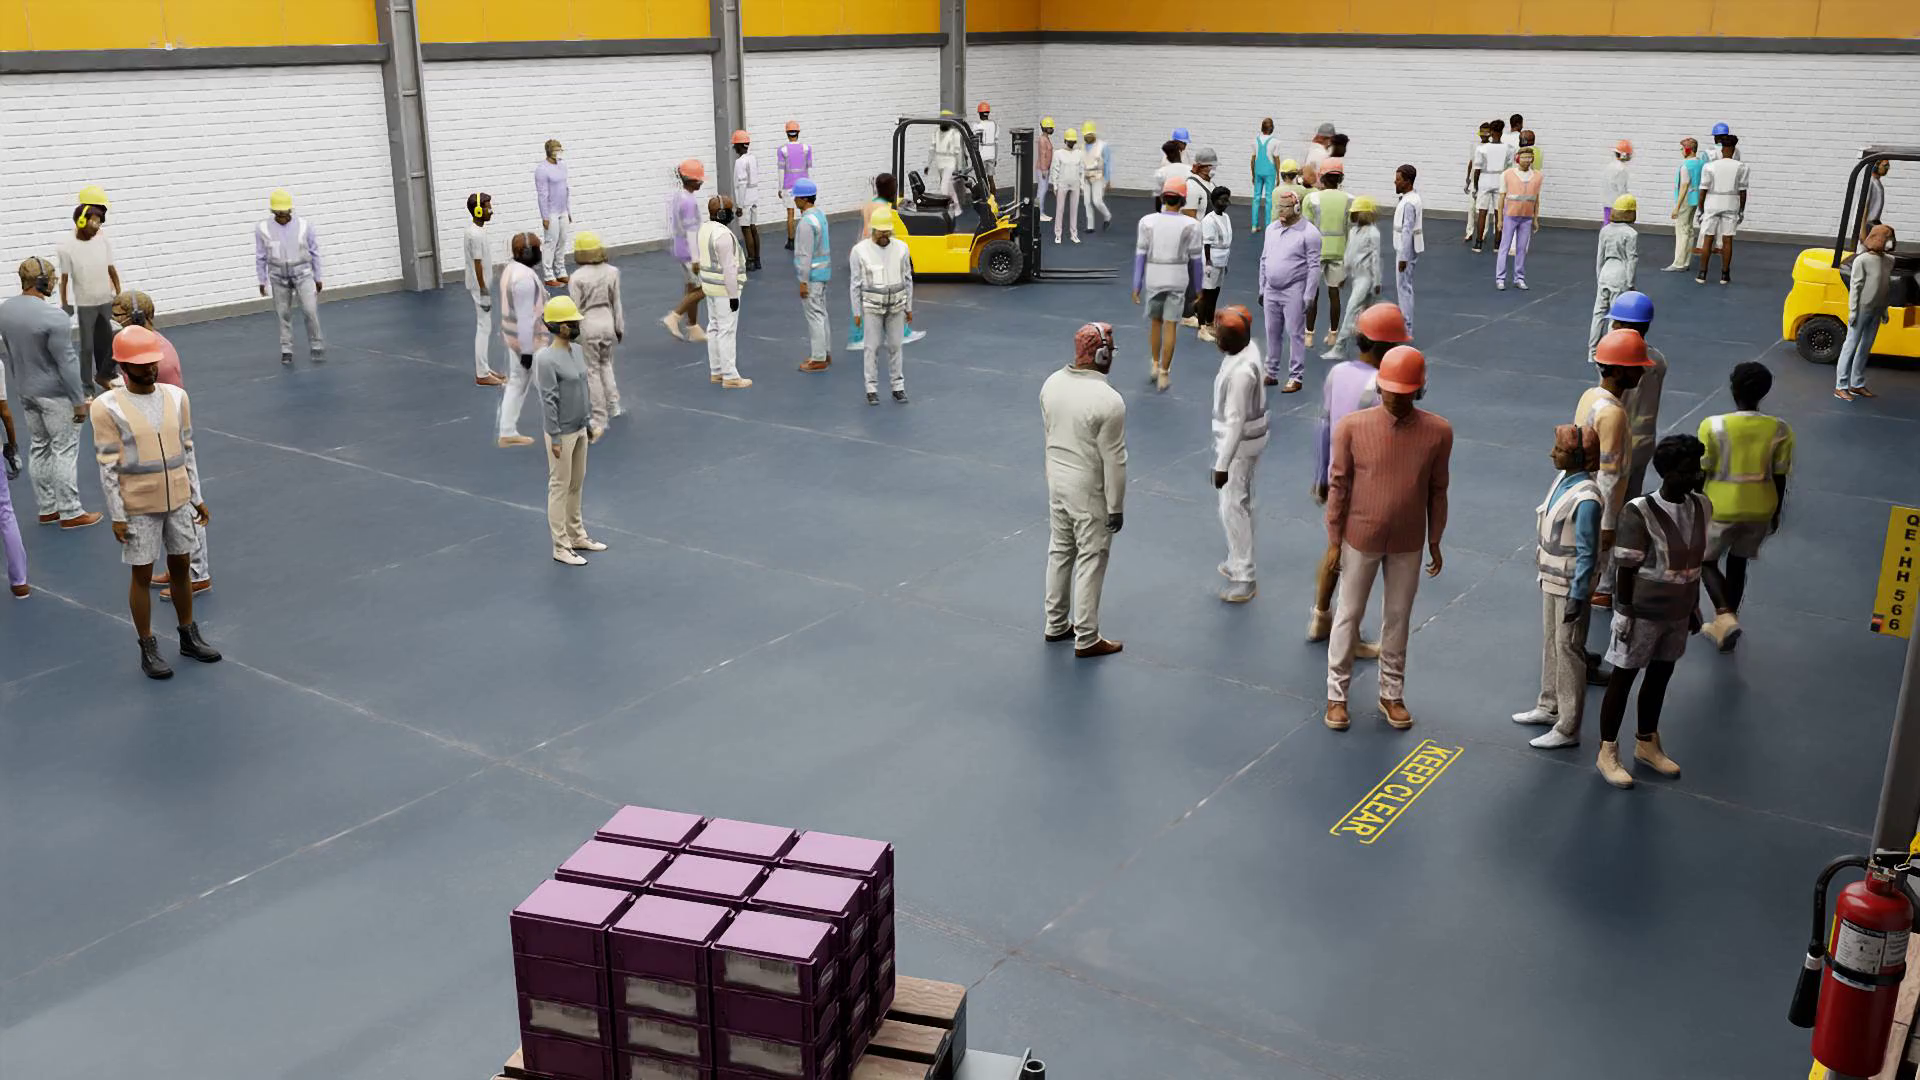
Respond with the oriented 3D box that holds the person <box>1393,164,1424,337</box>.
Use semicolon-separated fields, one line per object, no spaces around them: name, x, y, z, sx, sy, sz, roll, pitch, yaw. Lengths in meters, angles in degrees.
person;4.961;-3.199;18.477;0.384;1.911;0.593;4;18;14

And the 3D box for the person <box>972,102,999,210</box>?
person;0.441;-6.966;30.239;0.539;1.930;0.394;-12;21;-32

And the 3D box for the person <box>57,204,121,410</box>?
person;-8.020;-2.163;15.331;0.431;1.848;0.602;13;22;35

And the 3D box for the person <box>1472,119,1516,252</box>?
person;8.015;-5.323;25.024;0.606;1.967;0.367;3;18;10

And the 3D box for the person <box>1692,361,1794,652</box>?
person;4.371;-0.152;9.311;0.547;1.673;0.558;0;18;1

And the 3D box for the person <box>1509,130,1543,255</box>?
person;8.386;-5.173;24.786;0.636;1.830;0.429;-16;24;-41

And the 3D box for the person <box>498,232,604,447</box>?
person;-3.489;-1.651;13.820;0.871;1.797;0.652;-8;19;-23

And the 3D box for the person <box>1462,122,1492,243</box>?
person;8.158;-5.593;26.050;0.509;1.860;0.333;13;22;34

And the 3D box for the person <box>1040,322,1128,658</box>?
person;0.726;-0.281;9.378;0.398;1.900;0.635;-13;22;-35

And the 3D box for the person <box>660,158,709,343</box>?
person;-2.955;-3.108;18.006;0.533;2.023;0.622;-5;18;-15

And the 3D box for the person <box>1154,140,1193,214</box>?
person;2.849;-4.243;21.716;0.660;1.922;0.403;4;18;12

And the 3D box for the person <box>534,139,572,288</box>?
person;-5.328;-4.289;21.864;0.378;1.932;0.622;6;19;17

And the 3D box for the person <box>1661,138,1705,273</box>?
person;10.087;-4.638;23.092;0.389;1.838;0.563;16;24;41

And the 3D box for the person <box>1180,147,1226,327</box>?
person;2.821;-3.509;19.231;0.535;2.000;0.687;8;20;25

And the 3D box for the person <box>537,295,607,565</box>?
person;-2.577;-0.728;10.972;0.301;1.772;0.524;4;18;13

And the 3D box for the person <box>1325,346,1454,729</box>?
person;2.142;-0.003;8.353;0.612;1.986;0.401;0;18;0

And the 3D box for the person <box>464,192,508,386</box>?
person;-4.635;-2.433;16.165;0.321;1.861;0.514;-5;18;-15

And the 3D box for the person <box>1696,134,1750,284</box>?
person;10.151;-4.408;22.176;0.600;1.959;0.384;7;19;22

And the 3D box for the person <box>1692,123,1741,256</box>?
person;11.194;-5.184;24.642;0.604;1.939;0.416;-2;18;-7

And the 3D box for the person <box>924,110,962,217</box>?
person;-0.256;-6.504;28.878;0.604;1.872;1.009;17;24;42

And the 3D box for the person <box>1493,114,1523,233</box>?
person;8.937;-5.940;27.042;0.398;1.915;0.589;-17;24;-42

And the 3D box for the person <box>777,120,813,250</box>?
person;-2.511;-5.389;25.298;0.543;1.927;0.375;-5;18;-16

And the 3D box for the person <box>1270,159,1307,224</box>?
person;4.068;-3.855;20.757;0.525;1.771;0.305;-10;20;-28

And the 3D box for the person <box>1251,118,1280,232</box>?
person;4.987;-5.943;27.162;0.508;1.846;0.345;11;21;32

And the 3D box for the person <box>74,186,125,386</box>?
person;-8.317;-2.457;16.129;0.383;1.922;0.593;-11;21;-30

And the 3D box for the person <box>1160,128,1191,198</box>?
person;3.089;-4.906;23.785;0.421;1.935;0.616;15;23;39

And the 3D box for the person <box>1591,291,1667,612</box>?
person;4.006;-0.537;10.109;0.612;1.942;0.405;-16;24;-41

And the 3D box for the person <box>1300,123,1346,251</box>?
person;5.205;-5.024;23.972;1.013;2.000;0.688;2;18;6

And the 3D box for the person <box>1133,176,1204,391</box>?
person;2.025;-2.471;16.013;0.644;2.017;0.732;6;19;17

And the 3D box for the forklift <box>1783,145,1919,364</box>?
forklift;9.803;-2.879;17.013;2.313;2.155;1.214;12;21;33

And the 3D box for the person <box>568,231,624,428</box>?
person;-3.210;-1.833;14.492;0.405;1.719;0.507;17;24;42

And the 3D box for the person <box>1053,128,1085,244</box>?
person;1.702;-5.526;25.988;0.522;1.768;0.313;-3;18;-11

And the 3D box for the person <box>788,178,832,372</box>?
person;-1.504;-2.666;16.766;0.415;1.938;0.599;2;18;8

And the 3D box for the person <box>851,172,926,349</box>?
person;-0.764;-2.988;17.878;0.950;1.873;0.596;-4;18;-13

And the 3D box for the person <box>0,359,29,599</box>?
person;-6.038;-0.517;10.171;0.510;1.862;0.327;-12;21;-33

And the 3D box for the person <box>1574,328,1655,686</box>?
person;3.458;-0.183;8.994;0.375;1.939;0.546;3;18;8

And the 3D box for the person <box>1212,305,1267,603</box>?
person;1.730;-0.569;10.360;0.349;1.853;0.699;3;18;11

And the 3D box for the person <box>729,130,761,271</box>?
person;-3.011;-4.727;23.211;0.373;1.934;0.552;5;18;14

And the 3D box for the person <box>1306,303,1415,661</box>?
person;2.231;-0.319;9.310;0.379;2.025;0.710;-6;19;-19

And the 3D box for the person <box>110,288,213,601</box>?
person;-4.927;-0.587;10.259;0.354;1.937;0.635;-12;21;-33

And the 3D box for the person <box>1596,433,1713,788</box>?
person;3.265;0.325;7.795;0.534;1.699;0.318;-8;19;-22

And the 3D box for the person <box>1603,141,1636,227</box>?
person;9.433;-4.832;23.860;0.348;1.738;0.583;0;18;-1

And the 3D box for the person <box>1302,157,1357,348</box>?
person;3.940;-3.083;17.921;0.603;2.037;0.394;-1;18;-4

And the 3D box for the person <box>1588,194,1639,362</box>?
person;6.734;-2.661;17.061;0.294;1.744;0.486;-9;20;-25

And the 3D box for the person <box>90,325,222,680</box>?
person;-4.382;-0.213;9.088;0.364;1.939;0.542;12;21;34

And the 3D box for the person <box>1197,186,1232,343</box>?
person;2.811;-3.047;18.339;0.322;1.698;0.533;11;21;31

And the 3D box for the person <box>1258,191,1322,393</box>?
person;3.098;-2.363;15.873;0.405;1.900;0.652;-15;23;-39

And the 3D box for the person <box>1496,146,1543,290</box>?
person;7.265;-4.186;21.663;0.567;1.846;0.389;-2;18;-7

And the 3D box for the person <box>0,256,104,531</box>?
person;-6.349;-1.009;11.605;0.641;1.927;0.386;8;19;24

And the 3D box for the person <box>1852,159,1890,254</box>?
person;11.273;-3.863;20.656;0.341;1.845;0.511;13;22;36

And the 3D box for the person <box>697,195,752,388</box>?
person;-2.279;-2.399;16.083;0.429;1.844;0.625;-10;20;-29

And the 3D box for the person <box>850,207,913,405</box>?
person;-0.713;-2.159;15.371;0.602;1.821;0.403;-7;19;-20

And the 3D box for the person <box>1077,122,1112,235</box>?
person;2.172;-5.869;27.011;0.620;1.802;0.578;14;22;37

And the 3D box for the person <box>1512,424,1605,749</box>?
person;2.980;0.227;8.195;0.312;1.639;0.520;1;18;4

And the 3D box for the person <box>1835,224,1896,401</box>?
person;8.506;-2.131;15.576;0.497;1.636;0.285;-8;19;-23

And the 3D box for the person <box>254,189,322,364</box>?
person;-6.890;-2.695;17.074;0.624;1.807;0.455;-5;18;-14

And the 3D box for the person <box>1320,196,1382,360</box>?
person;4.239;-2.755;17.434;0.918;1.692;0.487;-6;19;-17

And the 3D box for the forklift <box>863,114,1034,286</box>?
forklift;-0.171;-4.594;22.377;2.313;2.155;1.214;1;18;3

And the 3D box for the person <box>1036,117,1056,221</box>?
person;1.481;-6.393;28.716;0.338;1.757;0.518;4;18;13
